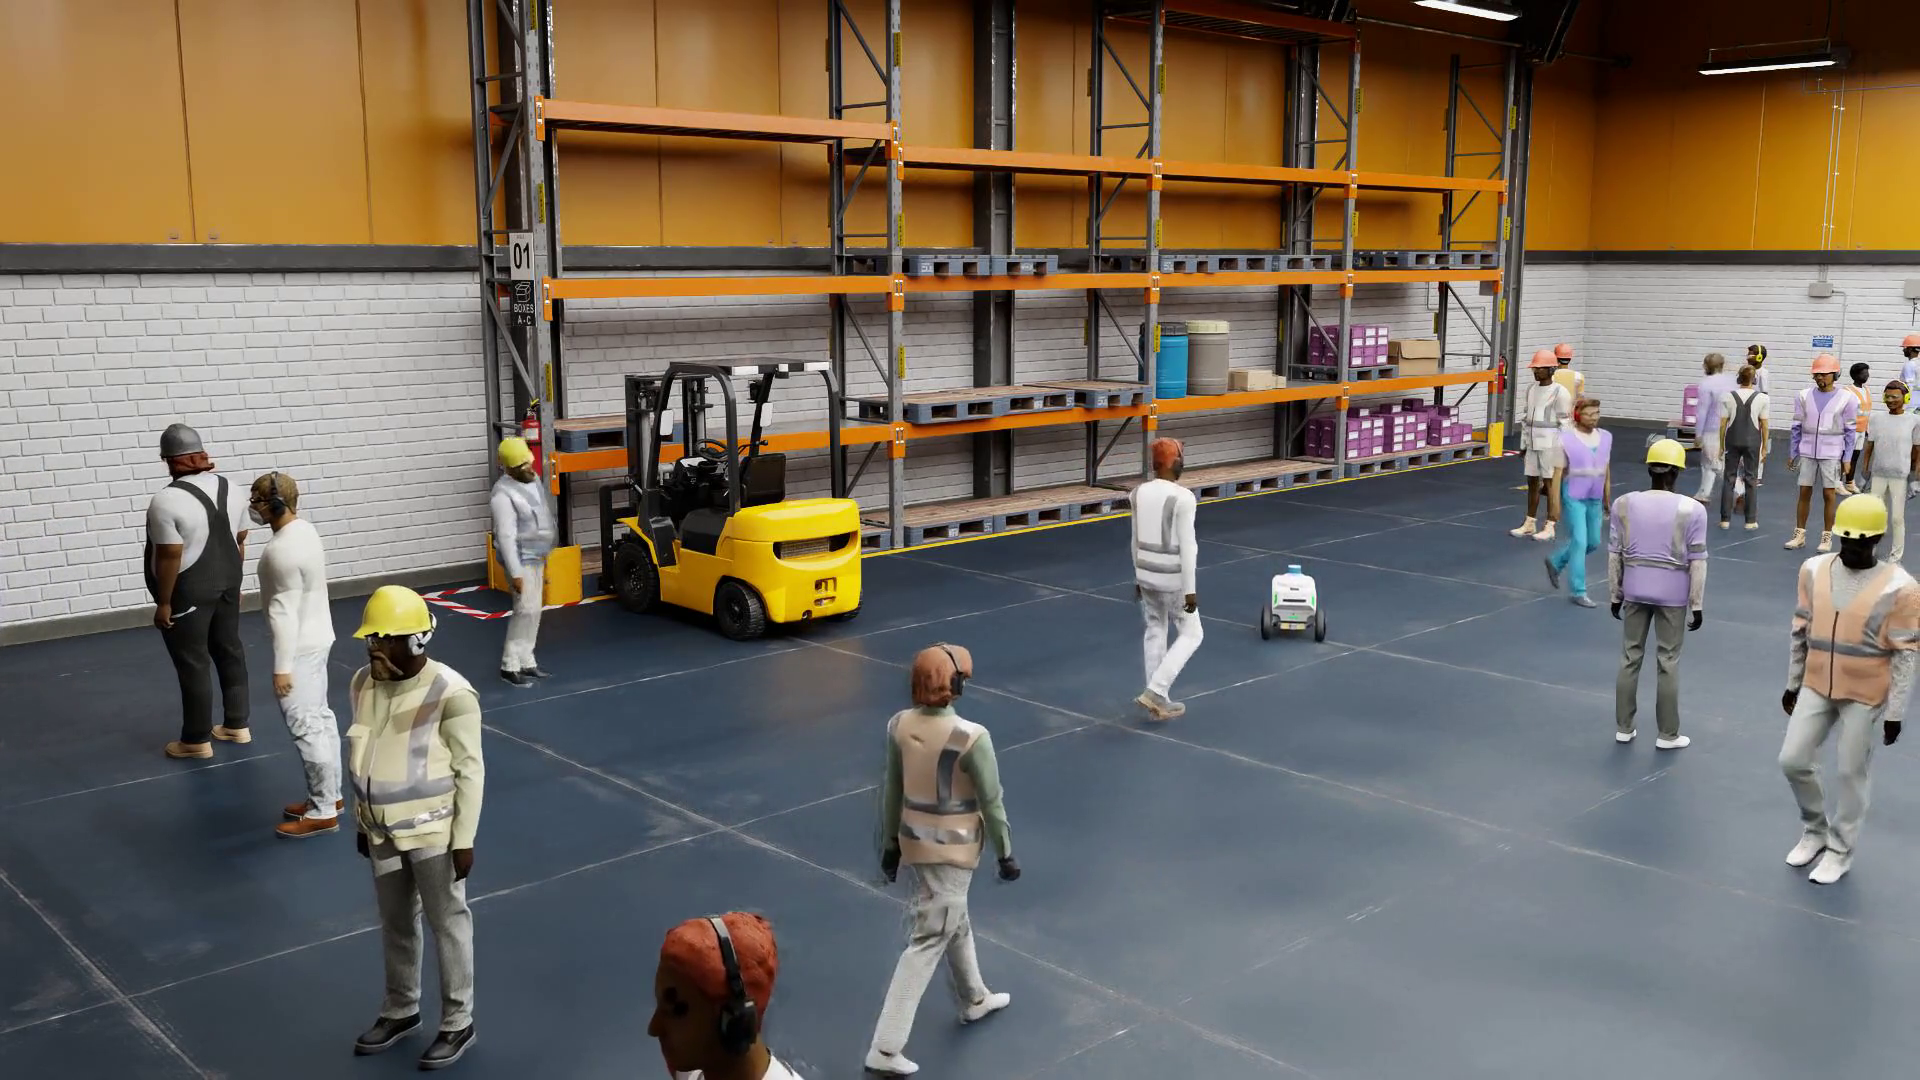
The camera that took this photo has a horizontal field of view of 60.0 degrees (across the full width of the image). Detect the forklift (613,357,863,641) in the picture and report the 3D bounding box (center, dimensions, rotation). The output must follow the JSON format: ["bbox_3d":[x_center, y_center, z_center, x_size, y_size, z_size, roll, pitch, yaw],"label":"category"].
[{"bbox_3d":[-1.847,-0.414,13.852,1.214,2.155,2.313,-9,13,-42],"label":"forklift"}]

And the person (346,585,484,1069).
[{"bbox_3d":[-2.059,1.066,6.244,0.592,1.833,0.404,5,11,26],"label":"person"}]

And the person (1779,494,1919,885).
[{"bbox_3d":[4.264,0.719,8.016,0.403,1.913,0.622,-7,12,-34],"label":"person"}]

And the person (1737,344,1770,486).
[{"bbox_3d":[10.516,-1.650,22.035,0.335,1.873,0.521,1,10,8],"label":"person"}]

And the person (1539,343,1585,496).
[{"bbox_3d":[7.590,-1.516,21.045,0.545,1.942,0.352,1,10,5],"label":"person"}]

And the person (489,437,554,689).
[{"bbox_3d":[-3.085,0.151,11.791,0.411,1.794,0.636,1,10,5],"label":"person"}]

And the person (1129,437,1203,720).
[{"bbox_3d":[1.332,0.265,10.796,0.395,1.874,0.614,-7,12,-35],"label":"person"}]

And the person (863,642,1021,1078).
[{"bbox_3d":[-0.087,1.183,6.277,0.875,1.595,0.508,-8,13,-41],"label":"person"}]

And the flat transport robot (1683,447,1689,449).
[{"bbox_3d":[11.884,-1.565,26.214,1.431,0.197,0.652,0,10,3],"label":"flat transport robot"}]

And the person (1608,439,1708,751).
[{"bbox_3d":[4.293,0.336,10.259,0.586,1.923,0.371,8,13,40],"label":"person"}]

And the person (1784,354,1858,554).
[{"bbox_3d":[8.801,-0.880,17.026,0.393,2.041,0.613,-9,13,-44],"label":"person"}]

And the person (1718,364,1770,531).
[{"bbox_3d":[8.680,-1.022,18.448,0.506,1.842,0.346,5,11,29],"label":"person"}]

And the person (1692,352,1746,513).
[{"bbox_3d":[9.093,-1.279,19.800,0.629,1.910,0.912,-6,12,-33],"label":"person"}]

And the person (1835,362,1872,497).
[{"bbox_3d":[11.342,-1.403,21.096,0.535,1.699,0.318,-6,11,-30],"label":"person"}]

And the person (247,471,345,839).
[{"bbox_3d":[-3.489,0.594,8.749,0.374,1.930,0.626,-2,10,-12],"label":"person"}]

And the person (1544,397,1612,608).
[{"bbox_3d":[5.398,-0.357,14.578,0.572,1.832,0.674,-4,10,-22],"label":"person"}]

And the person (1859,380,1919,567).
[{"bbox_3d":[8.860,-0.591,15.842,0.317,1.870,0.523,-9,13,-43],"label":"person"}]

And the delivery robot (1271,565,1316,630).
[{"bbox_3d":[2.676,0.446,13.340,0.477,0.478,0.707,2,10,10],"label":"delivery robot"}]

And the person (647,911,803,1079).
[{"bbox_3d":[-0.371,1.583,3.113,0.470,1.867,0.599,-5,11,-28],"label":"person"}]

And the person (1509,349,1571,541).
[{"bbox_3d":[6.215,-1.011,17.789,0.389,2.045,0.606,-4,11,-24],"label":"person"}]

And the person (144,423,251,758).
[{"bbox_3d":[-4.689,0.296,10.145,0.536,2.000,0.688,3,10,19],"label":"person"}]

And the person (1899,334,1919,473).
[{"bbox_3d":[13.339,-1.918,23.412,0.552,1.935,0.370,-8,13,-40],"label":"person"}]
